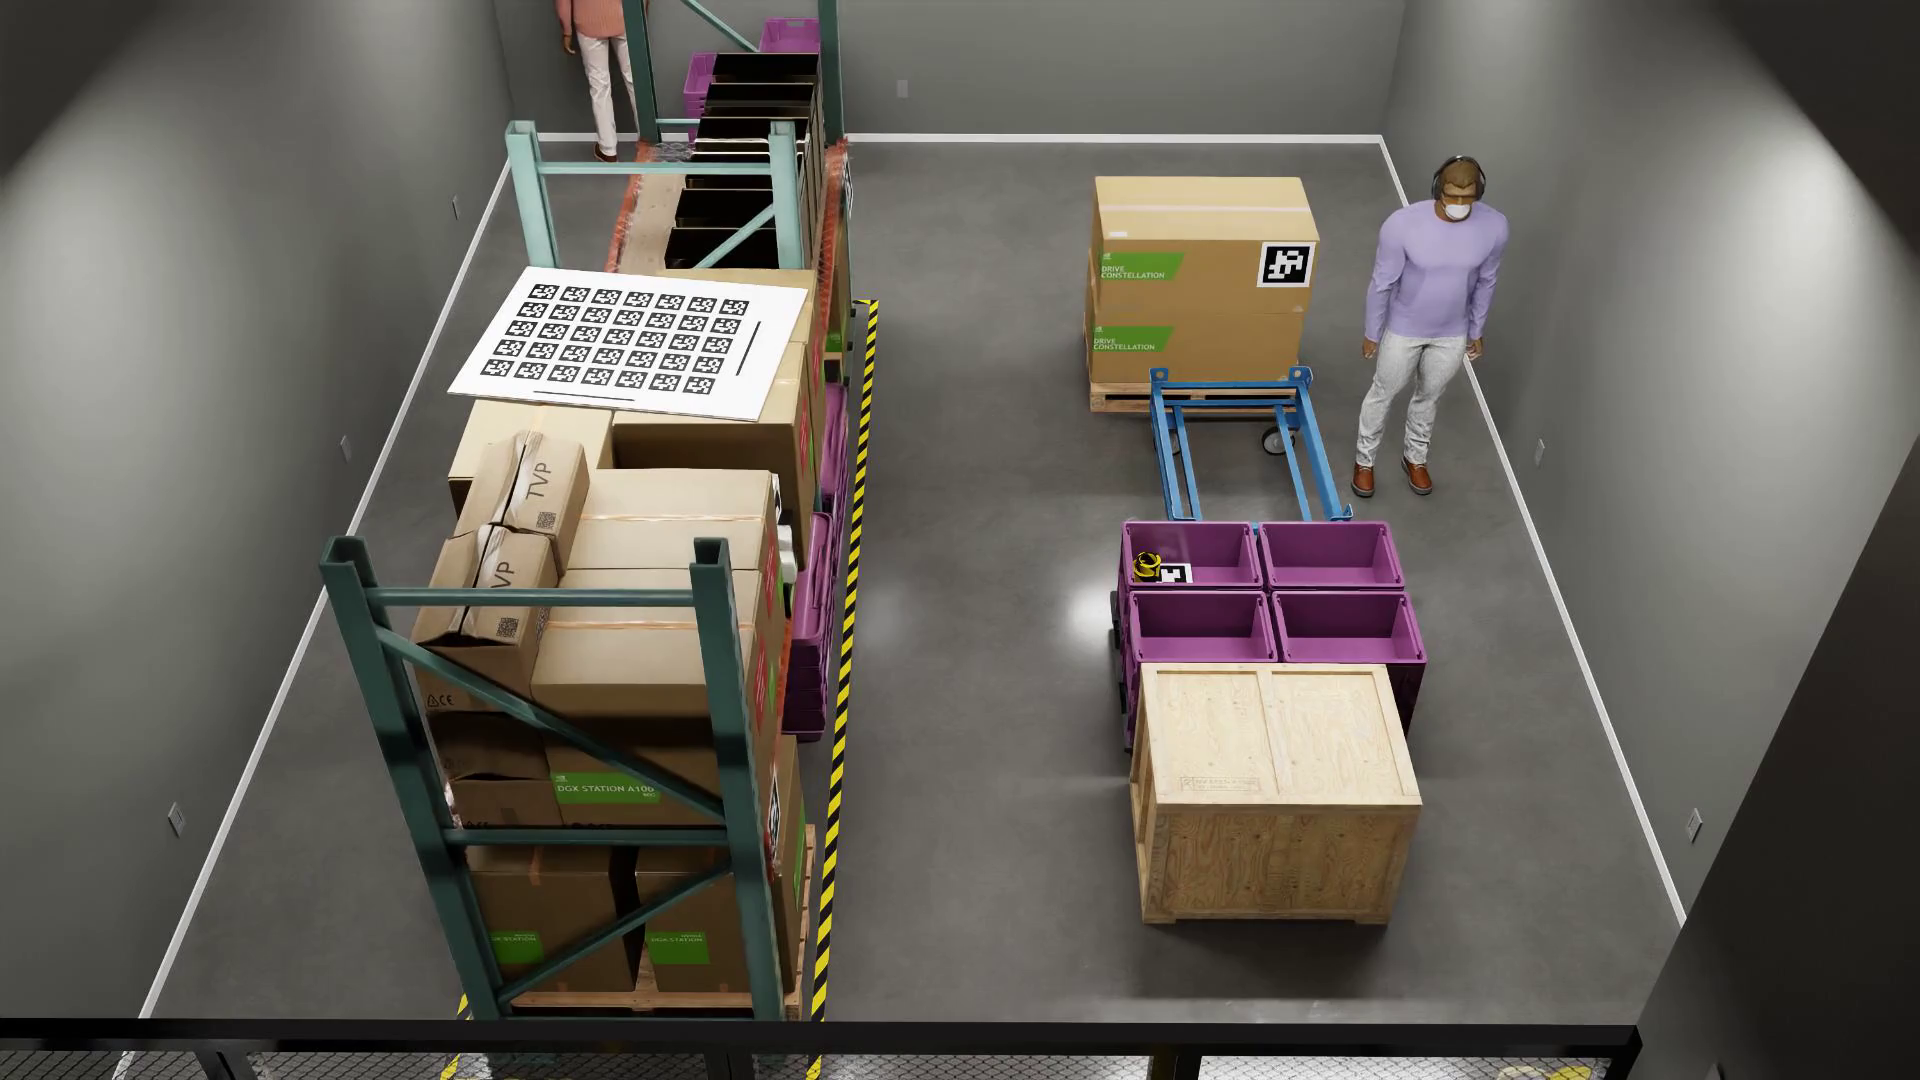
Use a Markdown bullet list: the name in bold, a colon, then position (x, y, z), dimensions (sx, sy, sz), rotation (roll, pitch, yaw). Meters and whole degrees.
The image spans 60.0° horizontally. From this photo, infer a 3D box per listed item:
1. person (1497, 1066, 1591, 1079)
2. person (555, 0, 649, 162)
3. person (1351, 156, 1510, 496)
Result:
- **person**: position (1.615, 2.070, 4.832), dimensions (0.404, 1.830, 0.603), rotation (5, 41, 6)
- **person**: position (-2.349, -3.426, 10.978), dimensions (0.612, 1.996, 0.388), rotation (-14, 43, -16)
- **person**: position (2.324, -1.055, 8.316), dimensions (0.635, 1.937, 0.354), rotation (-1, 41, -2)
